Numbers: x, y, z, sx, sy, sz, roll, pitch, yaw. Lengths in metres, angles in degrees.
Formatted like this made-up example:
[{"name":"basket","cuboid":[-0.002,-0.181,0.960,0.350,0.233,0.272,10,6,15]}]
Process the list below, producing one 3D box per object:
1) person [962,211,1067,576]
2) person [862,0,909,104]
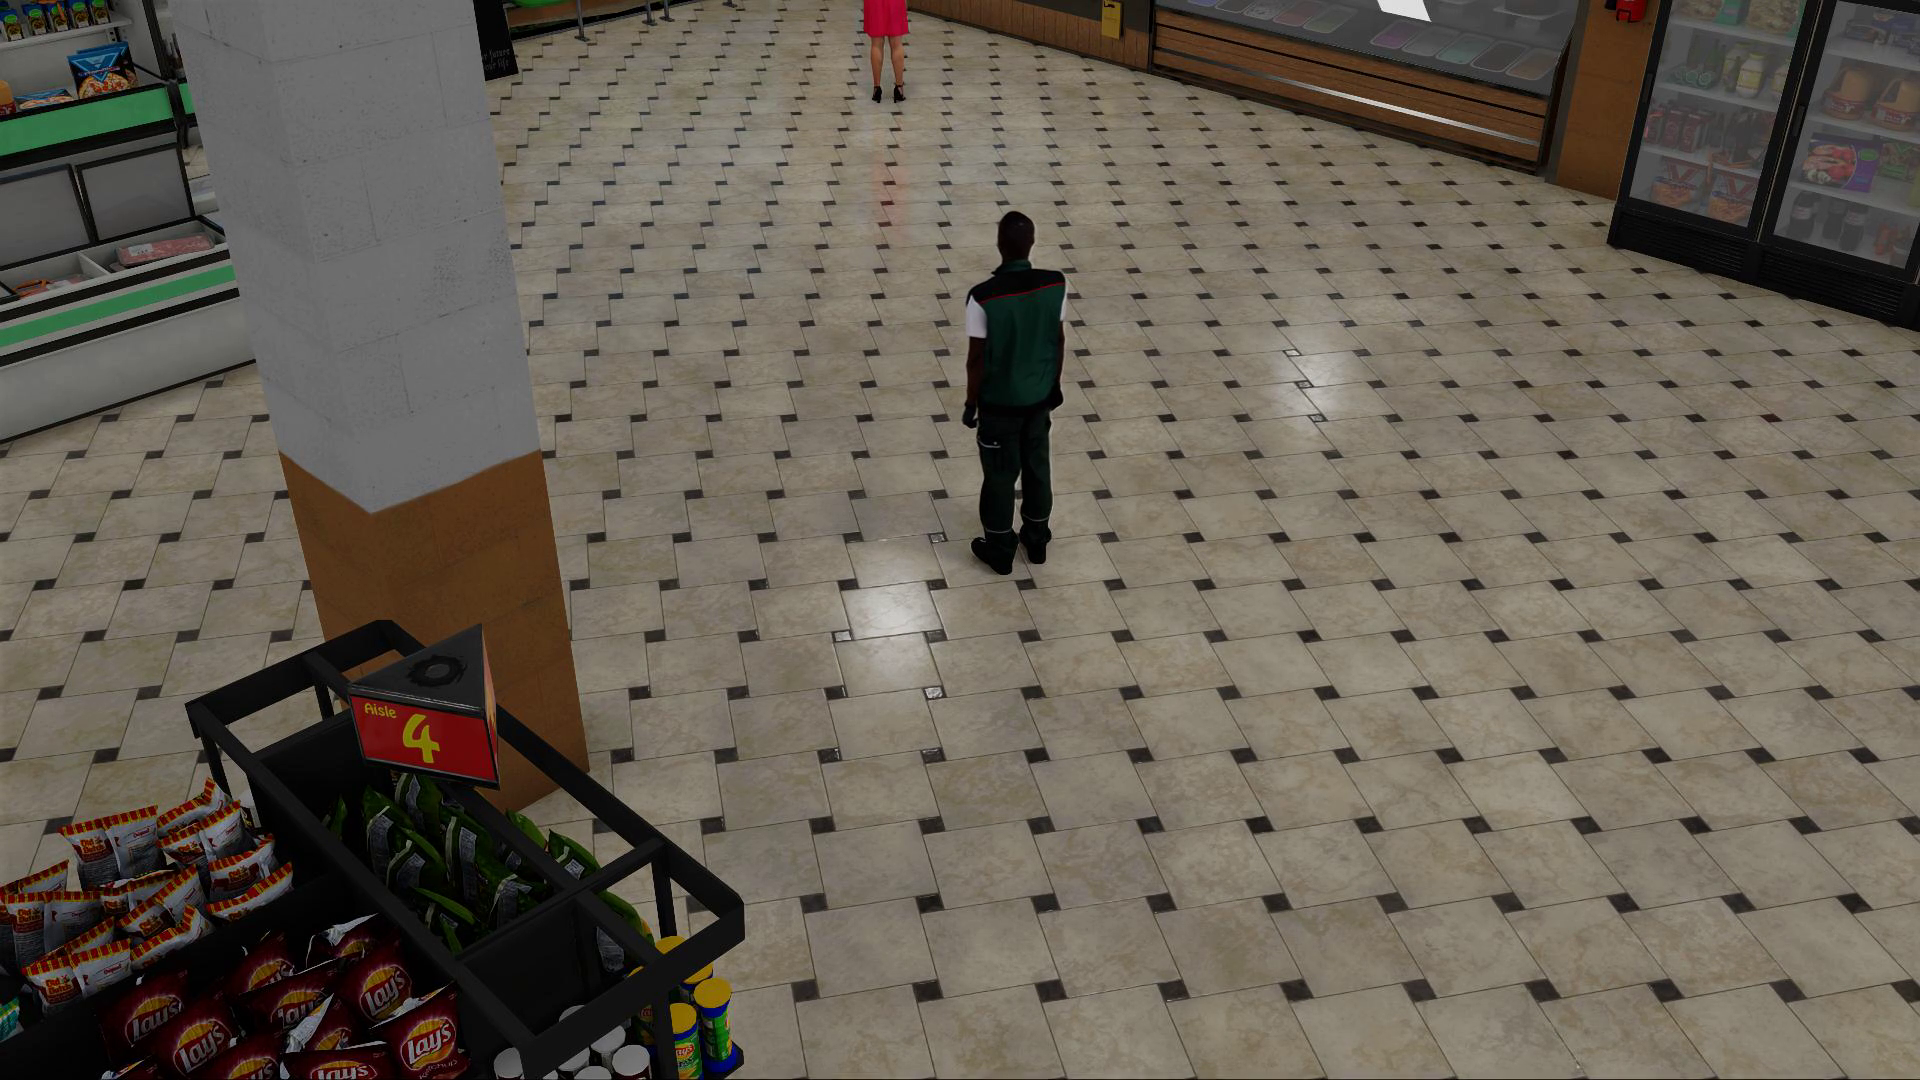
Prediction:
[{"name":"person","cuboid":[0.259,-0.684,7.948,0.651,1.838,0.819,-15,35,-22]},{"name":"person","cuboid":[-0.662,-4.689,14.488,0.664,1.728,0.710,3,32,4]}]
